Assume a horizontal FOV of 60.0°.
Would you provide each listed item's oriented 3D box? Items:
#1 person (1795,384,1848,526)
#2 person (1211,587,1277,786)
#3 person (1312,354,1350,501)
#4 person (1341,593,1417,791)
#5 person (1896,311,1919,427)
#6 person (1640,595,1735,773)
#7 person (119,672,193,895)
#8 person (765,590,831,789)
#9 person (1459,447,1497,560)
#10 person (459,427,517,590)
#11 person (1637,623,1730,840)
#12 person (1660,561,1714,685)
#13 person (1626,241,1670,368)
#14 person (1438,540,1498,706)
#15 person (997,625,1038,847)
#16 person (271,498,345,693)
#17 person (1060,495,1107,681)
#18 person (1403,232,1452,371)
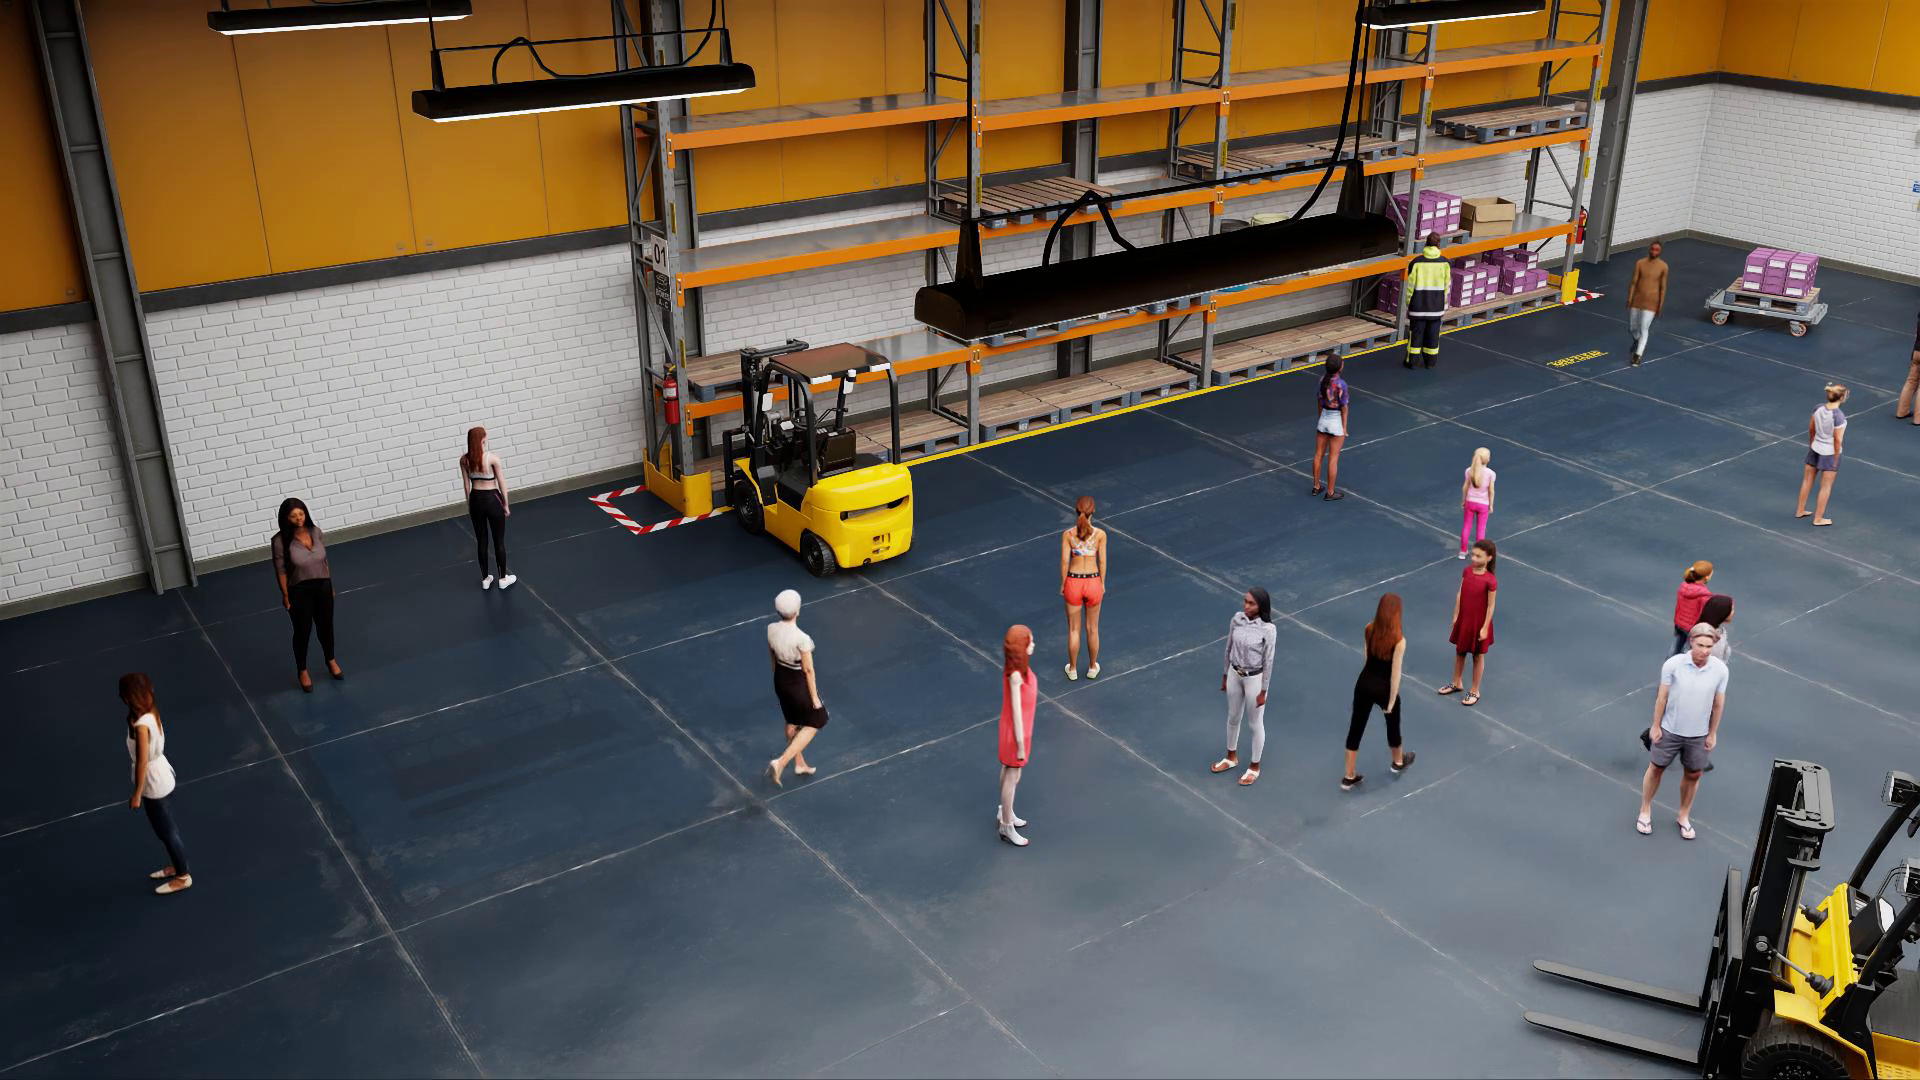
[{"bbox_3d":[9.694,-0.975,18.655,0.613,1.624,0.638,-9,25,-19],"label":"person"},{"bbox_3d":[2.358,1.167,13.630,0.570,1.724,0.624,-21,31,-40],"label":"person"},{"bbox_3d":[4.301,-1.324,19.308,0.513,1.742,0.588,-17,29,-34],"label":"person"},{"bbox_3d":[3.308,1.259,13.457,1.038,1.695,0.657,-21,31,-39],"label":"person"},{"bbox_3d":[12.632,-2.434,21.719,0.727,1.844,0.760,-5,24,-12],"label":"person"},{"bbox_3d":[6.038,1.195,13.705,0.968,1.613,0.881,2,24,4],"label":"person"},{"bbox_3d":[-5.850,1.772,12.173,0.626,1.782,0.656,-10,25,-21],"label":"person"},{"bbox_3d":[-1.379,1.248,13.424,0.751,1.741,0.896,20,30,37],"label":"person"},{"bbox_3d":[5.528,-0.394,17.767,0.567,1.270,0.606,13,27,28],"label":"person"},{"bbox_3d":[-4.858,-0.335,17.045,0.639,1.742,0.719,2,24,4],"label":"person"},{"bbox_3d":[5.600,1.447,12.859,0.714,1.828,0.755,6,24,13],"label":"person"},{"bbox_3d":[6.547,0.804,14.979,0.567,1.309,0.557,-7,25,-16],"label":"person"},{"bbox_3d":[9.937,-3.448,24.084,0.848,1.808,0.980,14,27,29],"label":"person"},{"bbox_3d":[4.604,0.708,14.894,0.603,1.554,0.540,-17,29,-34],"label":"person"},{"bbox_3d":[0.423,1.477,12.793,0.705,1.826,0.677,0,24,1],"label":"person"},{"bbox_3d":[-5.920,0.472,15.073,0.771,1.841,0.622,19,30,36],"label":"person"},{"bbox_3d":[1.125,0.438,15.215,0.646,1.791,0.724,1,24,2],"label":"person"},{"bbox_3d":[6.686,-3.437,23.840,0.822,1.982,0.929,0,24,1],"label":"person"}]
